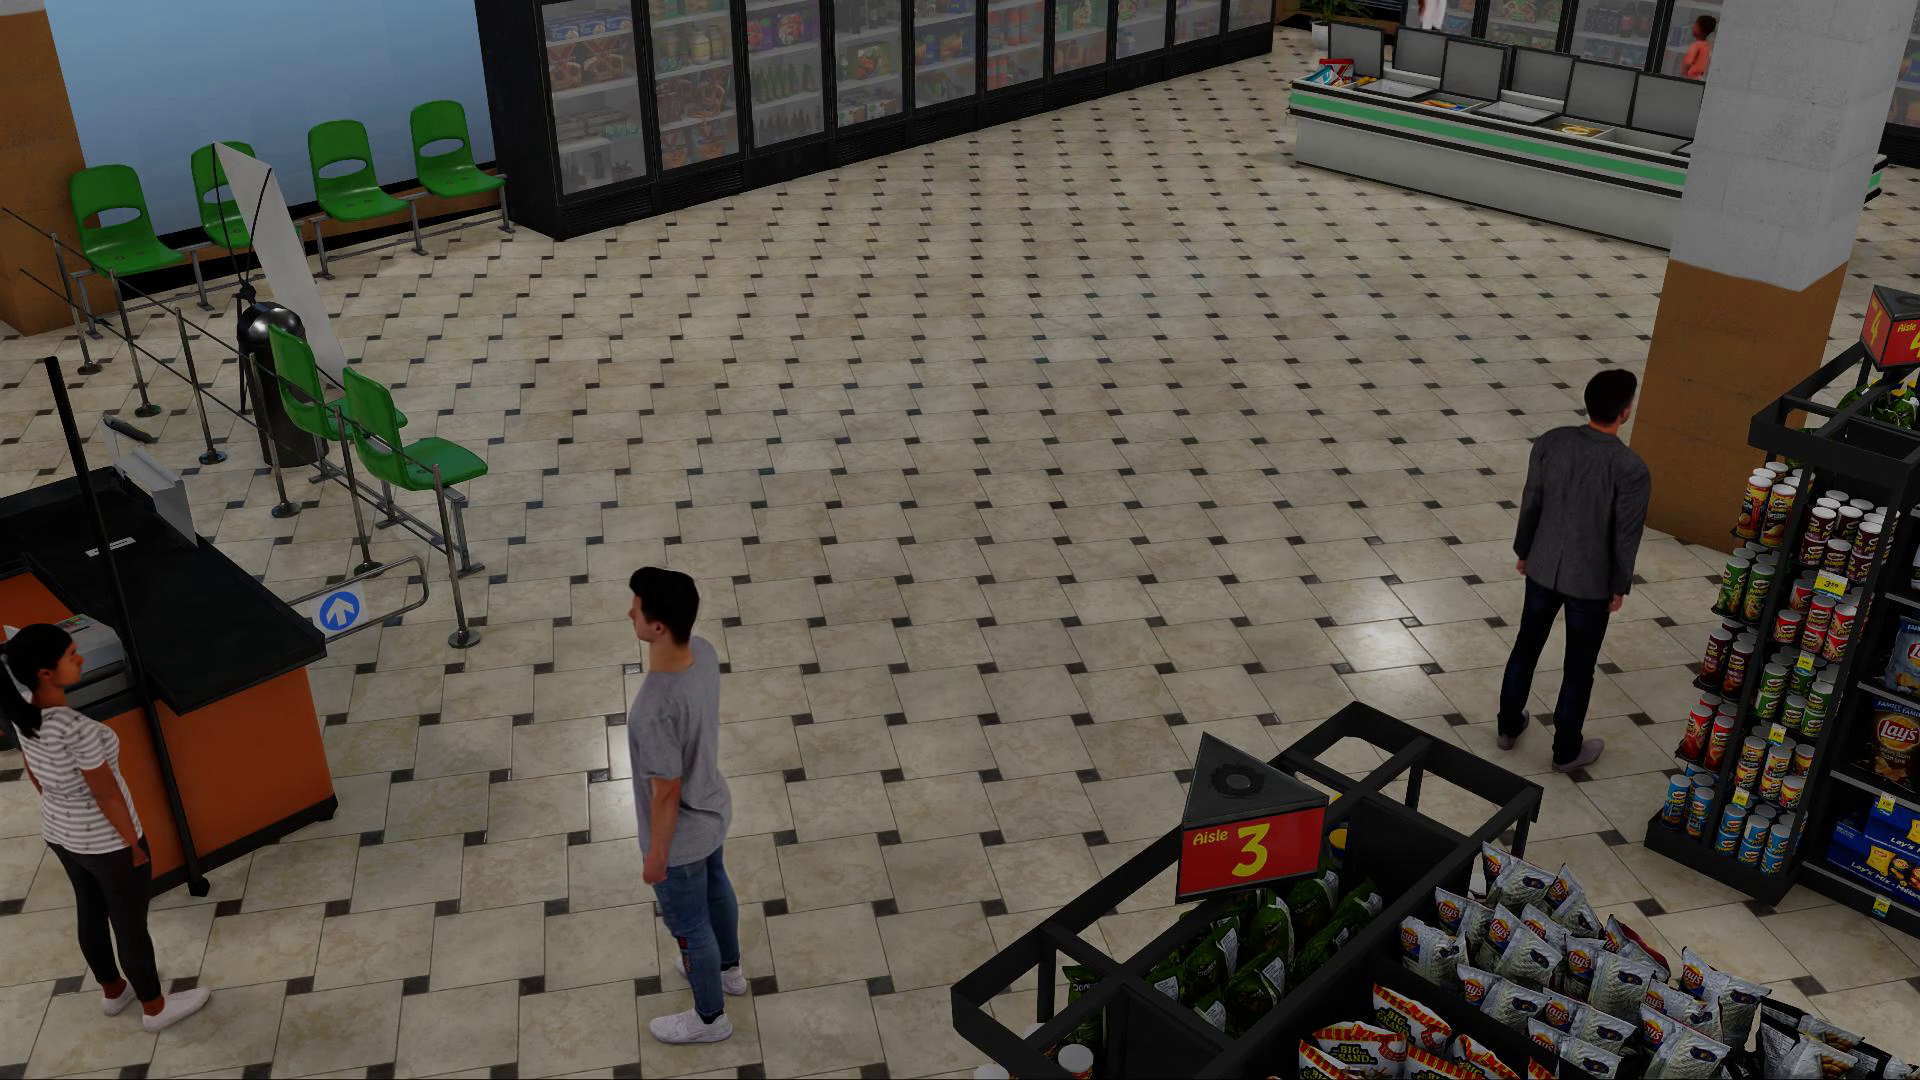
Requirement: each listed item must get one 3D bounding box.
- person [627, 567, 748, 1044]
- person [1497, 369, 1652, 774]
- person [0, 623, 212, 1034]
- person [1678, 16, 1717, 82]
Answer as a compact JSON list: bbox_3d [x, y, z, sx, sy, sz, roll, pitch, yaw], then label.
[{"bbox_3d":[-0.957,0.932,5.767,0.773,1.887,0.755,4,29,7],"label":"person"},{"bbox_3d":[2.663,0.139,7.235,0.490,1.871,0.734,26,38,38],"label":"person"},{"bbox_3d":[-3.056,1.028,5.846,0.534,1.642,0.676,16,32,27],"label":"person"},{"bbox_3d":[7.155,-4.416,16.173,0.493,1.300,0.741,-24,37,-37],"label":"person"}]
